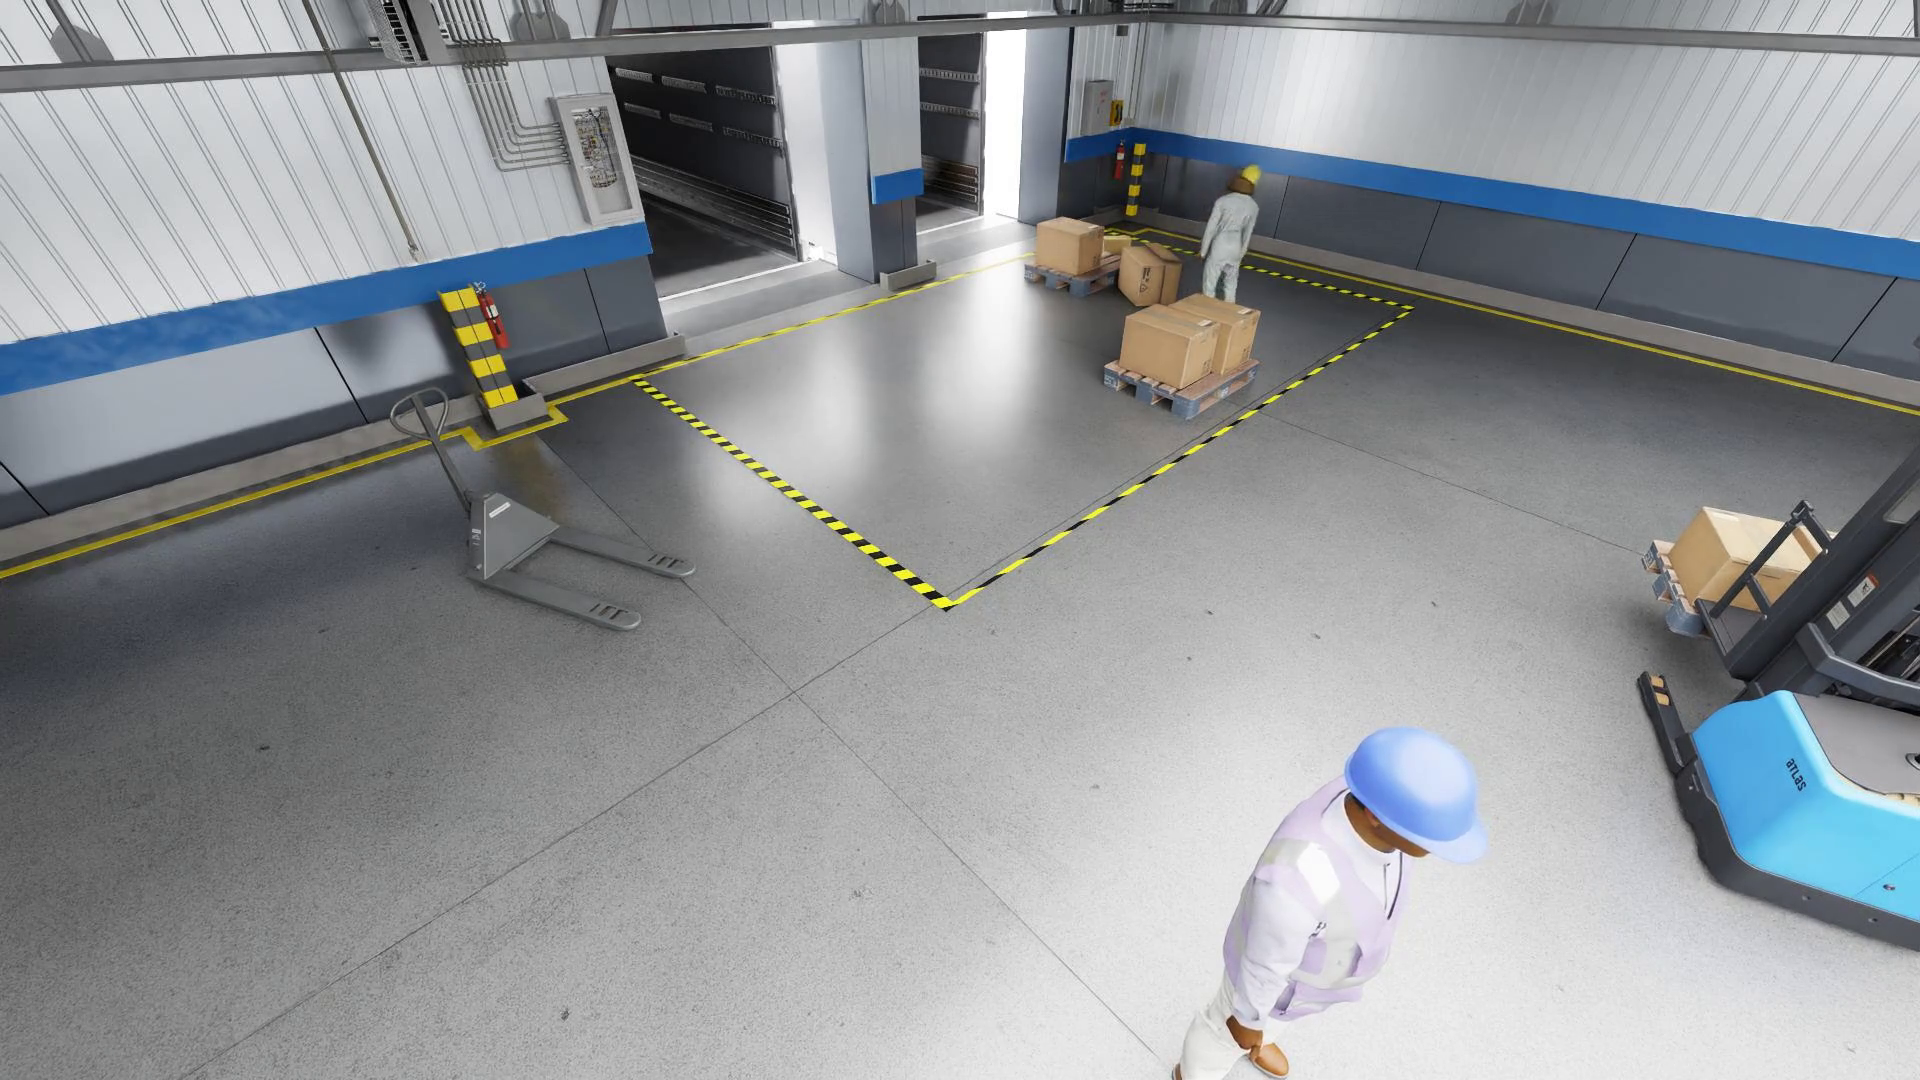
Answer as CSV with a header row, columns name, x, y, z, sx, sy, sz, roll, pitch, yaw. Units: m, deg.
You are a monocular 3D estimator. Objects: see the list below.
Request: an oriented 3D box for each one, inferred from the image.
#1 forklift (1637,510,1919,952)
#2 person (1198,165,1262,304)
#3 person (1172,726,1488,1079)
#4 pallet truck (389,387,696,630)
name,x,y,z,sx,sy,sz,roll,pitch,yaw
forklift,3.839,0.603,2.839,0.716,2.013,0.776,16,41,20
person,2.852,-3.050,7.840,0.557,1.708,0.366,-7,38,-10
person,0.978,1.199,2.143,0.600,1.948,0.383,-28,46,-31
pallet truck,-2.613,-0.247,4.593,1.601,1.201,0.680,14,40,17
